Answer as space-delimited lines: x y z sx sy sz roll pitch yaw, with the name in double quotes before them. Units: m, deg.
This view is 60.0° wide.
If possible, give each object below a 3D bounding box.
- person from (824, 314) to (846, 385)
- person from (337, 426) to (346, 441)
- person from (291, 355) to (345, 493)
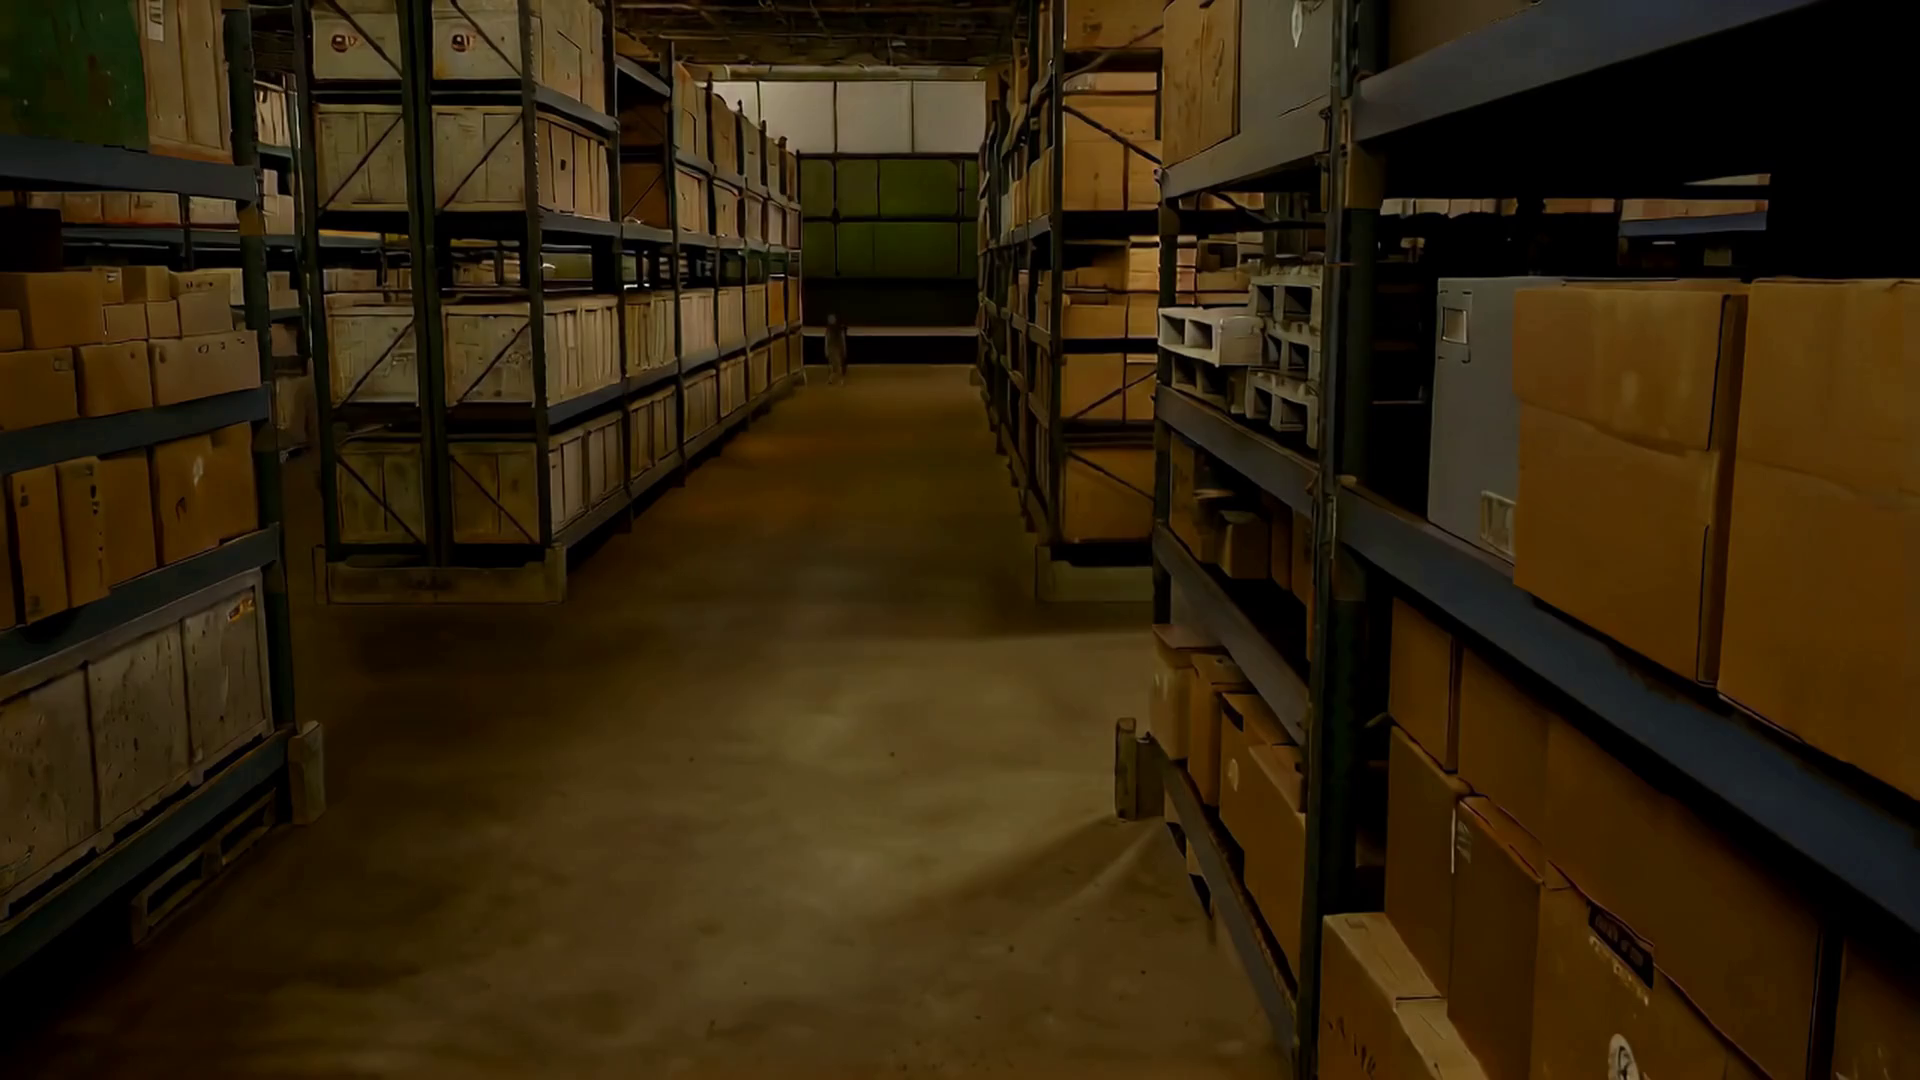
"person" -3.244 -4.962 43.414 0.654 1.871 1.069 -4 10 -25
"person" -9.917 -2.089 26.150 0.313 1.741 0.487 4 10 23
"person" -8.620 -1.543 22.343 0.654 1.889 0.713 -1 9 -5
